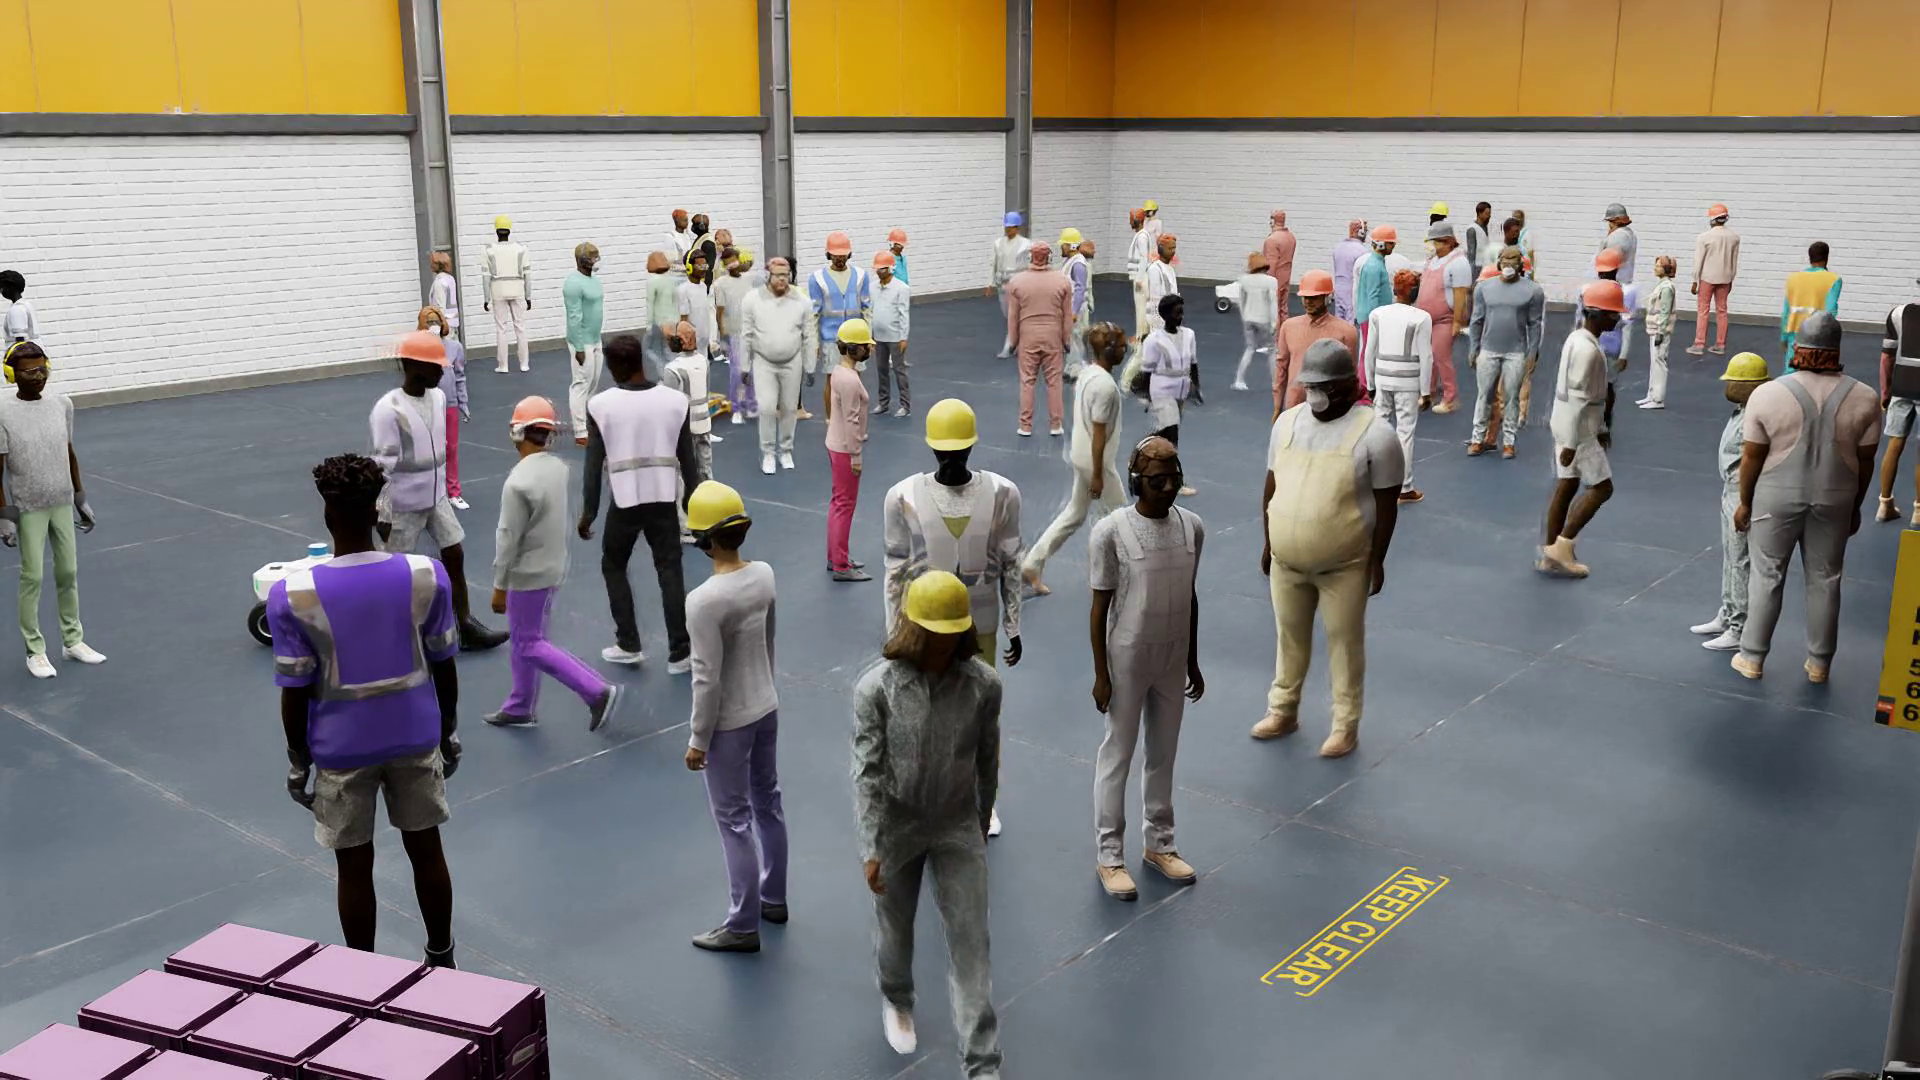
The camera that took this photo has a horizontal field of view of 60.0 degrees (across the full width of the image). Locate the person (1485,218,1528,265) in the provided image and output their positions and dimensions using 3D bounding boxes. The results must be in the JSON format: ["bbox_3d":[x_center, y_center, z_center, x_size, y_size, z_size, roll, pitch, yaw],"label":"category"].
[{"bbox_3d":[6.701,-2.998,20.445,0.598,1.905,0.440,-7,16,-25],"label":"person"}]

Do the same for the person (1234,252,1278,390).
[{"bbox_3d":[3.422,-2.499,19.077,0.536,1.603,0.580,12,18,40],"label":"person"}]

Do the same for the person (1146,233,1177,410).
[{"bbox_3d":[2.169,-2.326,17.794,0.350,1.880,0.583,5,15,20],"label":"person"}]

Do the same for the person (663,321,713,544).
[{"bbox_3d":[-1.981,-0.781,12.128,0.313,1.634,0.514,7,16,25],"label":"person"}]

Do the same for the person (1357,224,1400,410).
[{"bbox_3d":[4.404,-2.336,17.617,0.406,1.987,0.614,4,15,15],"label":"person"}]

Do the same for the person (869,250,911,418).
[{"bbox_3d":[-0.766,-2.146,17.365,0.564,1.741,0.375,11,18,38],"label":"person"}]

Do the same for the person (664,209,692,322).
[{"bbox_3d":[-3.829,-3.581,22.801,0.358,1.883,0.574,5,15,21],"label":"person"}]

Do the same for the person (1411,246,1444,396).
[{"bbox_3d":[5.363,-2.526,18.785,0.808,1.776,0.692,13,19,41],"label":"person"}]

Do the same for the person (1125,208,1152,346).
[{"bbox_3d":[2.476,-3.622,22.965,0.338,1.882,0.582,1,14,4],"label":"person"}]

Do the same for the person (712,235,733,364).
[{"bbox_3d":[-2.993,-3.089,21.332,0.308,1.639,0.524,-10,17,-34],"label":"person"}]

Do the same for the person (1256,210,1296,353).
[{"bbox_3d":[4.211,-3.455,22.258,0.407,1.902,0.655,10,17,36],"label":"person"}]

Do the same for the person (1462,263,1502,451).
[{"bbox_3d":[4.943,-1.709,15.583,0.330,1.751,0.564,2,14,9],"label":"person"}]

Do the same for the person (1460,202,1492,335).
[{"bbox_3d":[7.514,-3.965,24.269,0.371,1.915,0.597,10,17,34],"label":"person"}]

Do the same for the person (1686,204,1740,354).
[{"bbox_3d":[10.024,-3.466,22.150,0.610,1.985,0.415,-2,14,-9],"label":"person"}]

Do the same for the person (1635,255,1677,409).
[{"bbox_3d":[7.524,-2.233,17.899,0.306,1.645,0.523,4,15,15],"label":"person"}]

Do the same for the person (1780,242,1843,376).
[{"bbox_3d":[8.533,-2.047,16.734,0.985,1.856,0.606,-9,17,-33],"label":"person"}]

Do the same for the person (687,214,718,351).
[{"bbox_3d":[-3.466,-3.463,22.416,0.430,1.845,0.620,-5,15,-19],"label":"person"}]

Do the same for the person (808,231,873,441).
[{"bbox_3d":[-1.138,-1.939,15.959,0.615,2.028,0.409,-5,15,-19],"label":"person"}]

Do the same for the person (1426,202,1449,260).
[{"bbox_3d":[6.812,-3.849,23.778,0.357,1.930,0.587,8,16,30],"label":"person"}]

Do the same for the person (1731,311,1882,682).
[{"bbox_3d":[4.594,-0.237,9.120,0.672,2.000,0.536,3,14,13],"label":"person"}]

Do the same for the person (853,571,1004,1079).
[{"bbox_3d":[-0.085,0.927,5.169,0.493,1.699,0.892,-3,14,-13],"label":"person"}]

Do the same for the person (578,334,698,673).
[{"bbox_3d":[-1.790,-0.195,9.264,0.667,1.883,0.554,-7,15,-25],"label":"person"}]

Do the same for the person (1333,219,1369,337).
[{"bbox_3d":[4.787,-2.946,20.248,0.394,1.900,0.646,-5,15,-19],"label":"person"}]

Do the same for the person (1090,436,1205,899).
[{"bbox_3d":[0.746,0.498,6.583,0.506,1.846,0.345,-7,16,-27],"label":"person"}]

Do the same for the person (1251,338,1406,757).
[{"bbox_3d":[1.733,0.035,8.033,0.688,2.000,0.536,11,18,38],"label":"person"}]

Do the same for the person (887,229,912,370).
[{"bbox_3d":[-0.786,-3.010,20.803,0.340,1.740,0.573,6,15,23],"label":"person"}]

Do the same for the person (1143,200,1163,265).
[{"bbox_3d":[3.217,-4.846,28.113,0.334,1.761,0.528,-8,16,-29],"label":"person"}]

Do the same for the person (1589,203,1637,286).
[{"bbox_3d":[8.399,-3.335,21.501,0.535,2.000,0.674,11,18,37],"label":"person"}]

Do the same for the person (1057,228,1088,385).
[{"bbox_3d":[1.298,-2.747,19.568,0.403,1.835,0.586,-2,14,-7],"label":"person"}]

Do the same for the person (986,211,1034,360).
[{"bbox_3d":[0.700,-3.373,21.923,0.598,1.911,0.947,8,16,29],"label":"person"}]

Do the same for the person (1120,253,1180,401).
[{"bbox_3d":[2.091,-2.363,18.304,0.768,1.710,0.577,12,18,39],"label":"person"}]

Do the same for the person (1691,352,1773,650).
[{"bbox_3d":[4.514,-0.222,9.673,0.313,1.739,0.485,4,15,15],"label":"person"}]
